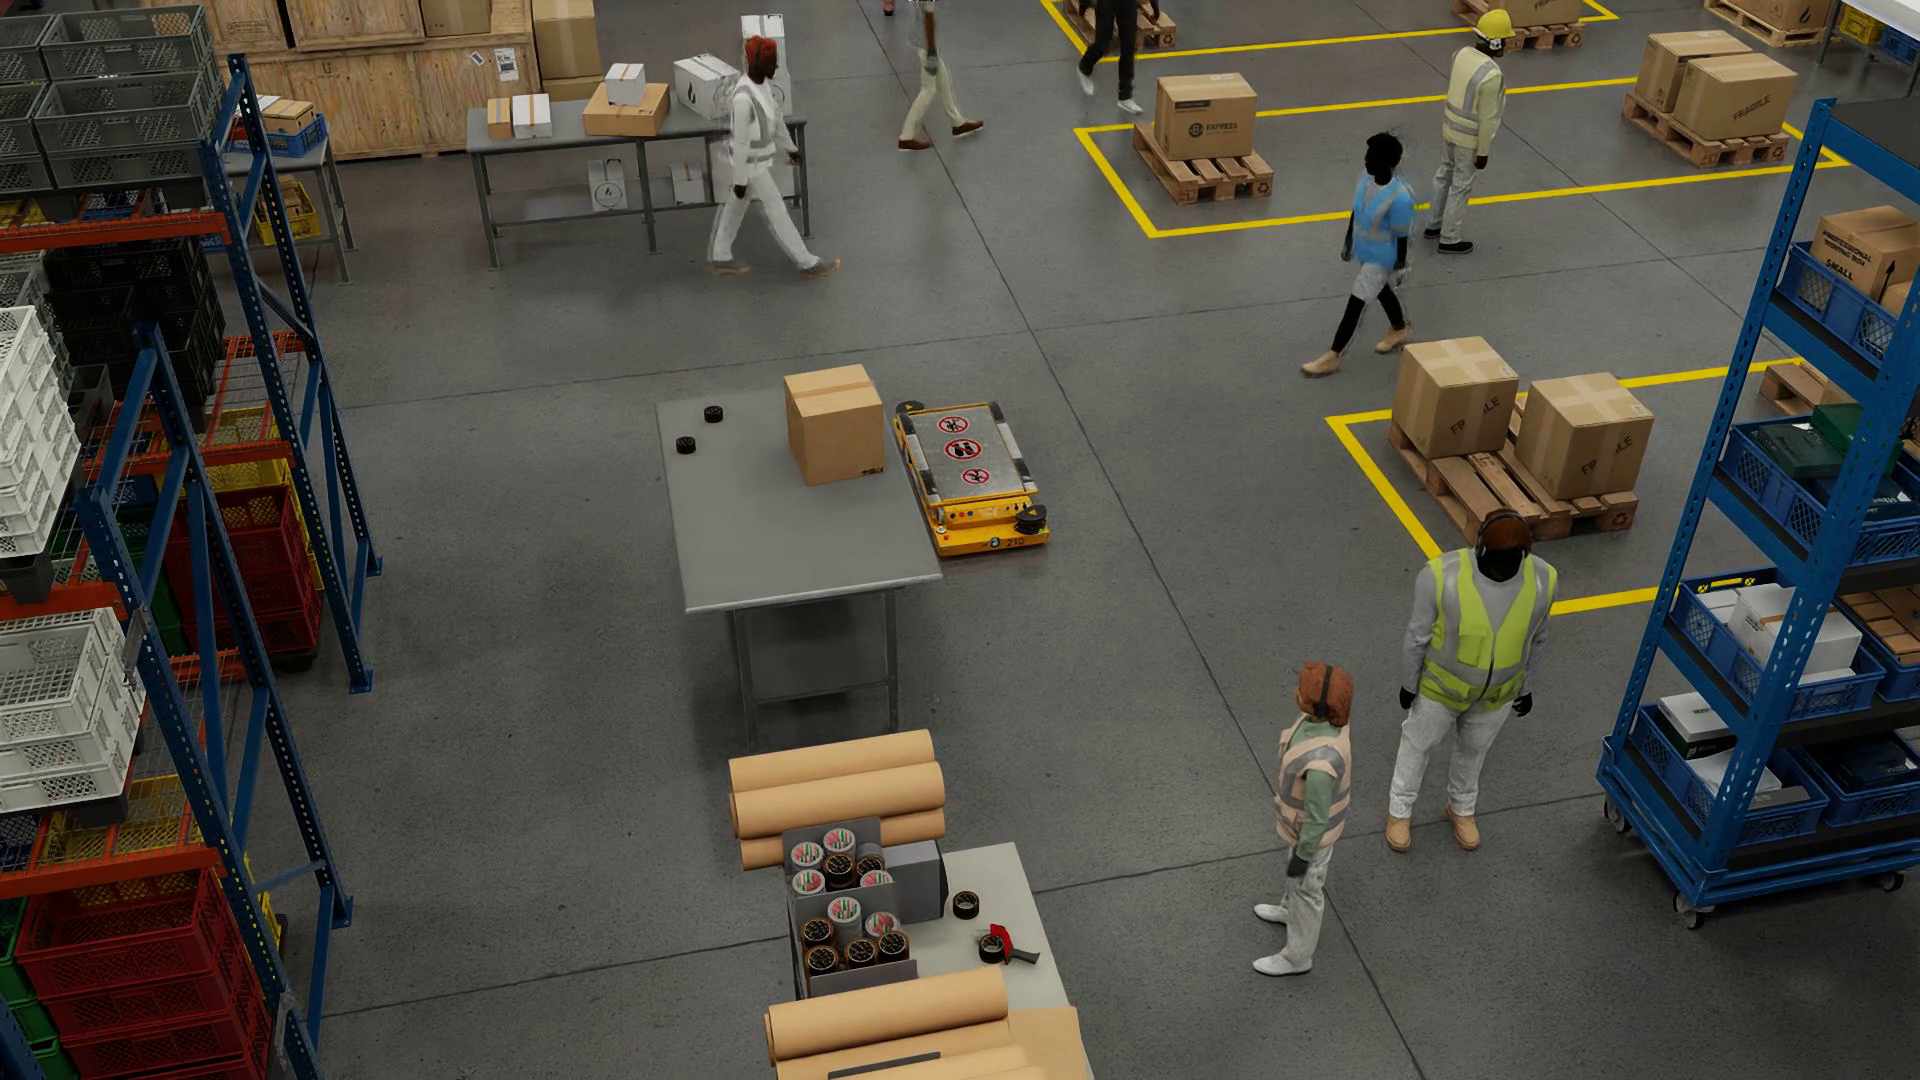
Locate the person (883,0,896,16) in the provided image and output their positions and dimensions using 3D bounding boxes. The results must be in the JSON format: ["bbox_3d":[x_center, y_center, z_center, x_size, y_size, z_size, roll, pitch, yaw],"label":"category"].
[{"bbox_3d":[-0.549,-6.177,16.483,0.647,1.900,0.395,5,37,7],"label":"person"}]

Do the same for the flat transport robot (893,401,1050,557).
[{"bbox_3d":[0.046,-0.430,10.108,0.652,0.197,1.431,-8,37,-10],"label":"flat transport robot"}]

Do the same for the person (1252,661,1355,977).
[{"bbox_3d":[1.427,1.152,6.840,0.314,1.641,0.515,8,37,10],"label":"person"}]

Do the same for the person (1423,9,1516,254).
[{"bbox_3d":[3.768,-3.005,12.282,0.404,1.824,0.595,-8,37,-10],"label":"person"}]

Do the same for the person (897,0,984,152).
[{"bbox_3d":[-0.156,-4.163,13.849,0.745,1.828,0.578,-11,38,-15],"label":"person"}]

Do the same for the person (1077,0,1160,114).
[{"bbox_3d":[1.380,-4.728,14.533,0.645,1.895,0.803,-18,40,-23],"label":"person"}]

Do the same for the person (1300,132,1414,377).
[{"bbox_3d":[2.726,-1.892,10.929,0.900,1.644,0.535,-11,38,-15],"label":"person"}]

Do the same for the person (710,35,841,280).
[{"bbox_3d":[-1.393,-2.707,11.875,1.012,1.823,0.611,2,37,3],"label":"person"}]

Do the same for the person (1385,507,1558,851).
[{"bbox_3d":[2.253,0.638,7.367,0.621,1.845,0.429,0,37,0],"label":"person"}]
